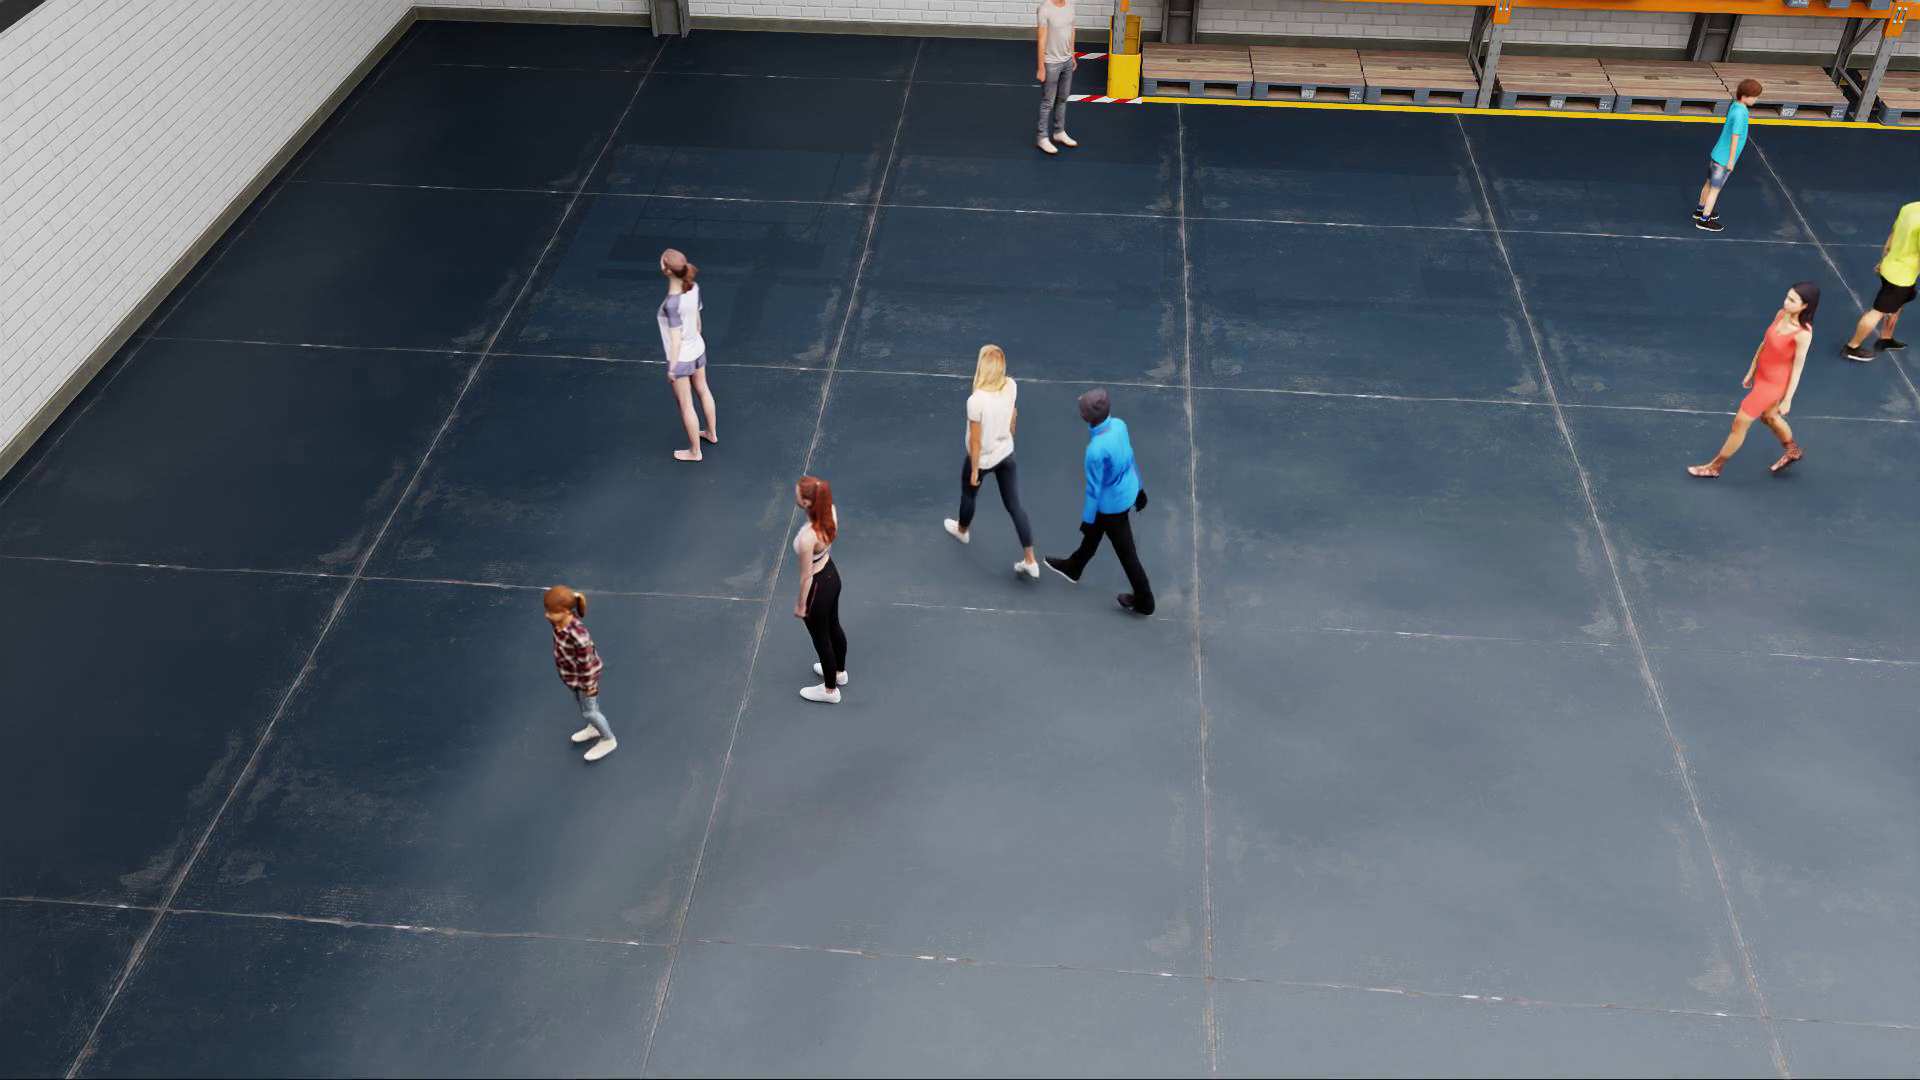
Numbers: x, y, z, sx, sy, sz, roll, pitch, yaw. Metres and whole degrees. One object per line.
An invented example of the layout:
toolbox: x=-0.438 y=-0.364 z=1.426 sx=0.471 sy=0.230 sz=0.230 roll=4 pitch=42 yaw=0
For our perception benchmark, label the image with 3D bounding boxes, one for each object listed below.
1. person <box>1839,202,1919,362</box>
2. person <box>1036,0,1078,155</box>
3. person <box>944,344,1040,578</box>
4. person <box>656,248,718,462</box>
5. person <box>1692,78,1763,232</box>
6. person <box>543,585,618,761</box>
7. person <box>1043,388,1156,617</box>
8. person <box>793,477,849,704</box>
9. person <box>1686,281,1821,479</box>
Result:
person: x=7.652 y=-2.219 z=13.677 sx=0.805 sy=1.686 sz=0.634 roll=6 pitch=39 yaw=7
person: x=0.960 y=-4.860 z=16.823 sx=0.791 sy=1.888 sz=0.753 roll=32 pitch=48 yaw=34
person: x=0.289 y=-0.502 z=11.461 sx=1.165 sy=1.770 sz=1.192 roll=-25 pitch=45 yaw=-28
person: x=-2.079 y=-1.405 z=12.595 sx=0.648 sy=1.766 sz=0.650 roll=15 pitch=41 yaw=18
person: x=7.204 y=-3.651 z=15.661 sx=0.526 sy=1.448 sz=0.549 roll=9 pitch=39 yaw=11
person: x=-2.318 y=0.787 z=10.225 sx=0.653 sy=1.298 sz=0.595 roll=-27 pitch=46 yaw=-29
person: x=1.119 y=-0.213 z=11.129 sx=1.195 sy=1.731 sz=0.895 roll=18 pitch=42 yaw=21
person: x=-0.874 y=0.309 z=10.469 sx=0.604 sy=1.740 sz=0.640 roll=13 pitch=40 yaw=16
person: x=6.098 y=-1.153 z=12.341 sx=1.144 sy=1.688 sz=0.703 roll=-1 pitch=39 yaw=-1
